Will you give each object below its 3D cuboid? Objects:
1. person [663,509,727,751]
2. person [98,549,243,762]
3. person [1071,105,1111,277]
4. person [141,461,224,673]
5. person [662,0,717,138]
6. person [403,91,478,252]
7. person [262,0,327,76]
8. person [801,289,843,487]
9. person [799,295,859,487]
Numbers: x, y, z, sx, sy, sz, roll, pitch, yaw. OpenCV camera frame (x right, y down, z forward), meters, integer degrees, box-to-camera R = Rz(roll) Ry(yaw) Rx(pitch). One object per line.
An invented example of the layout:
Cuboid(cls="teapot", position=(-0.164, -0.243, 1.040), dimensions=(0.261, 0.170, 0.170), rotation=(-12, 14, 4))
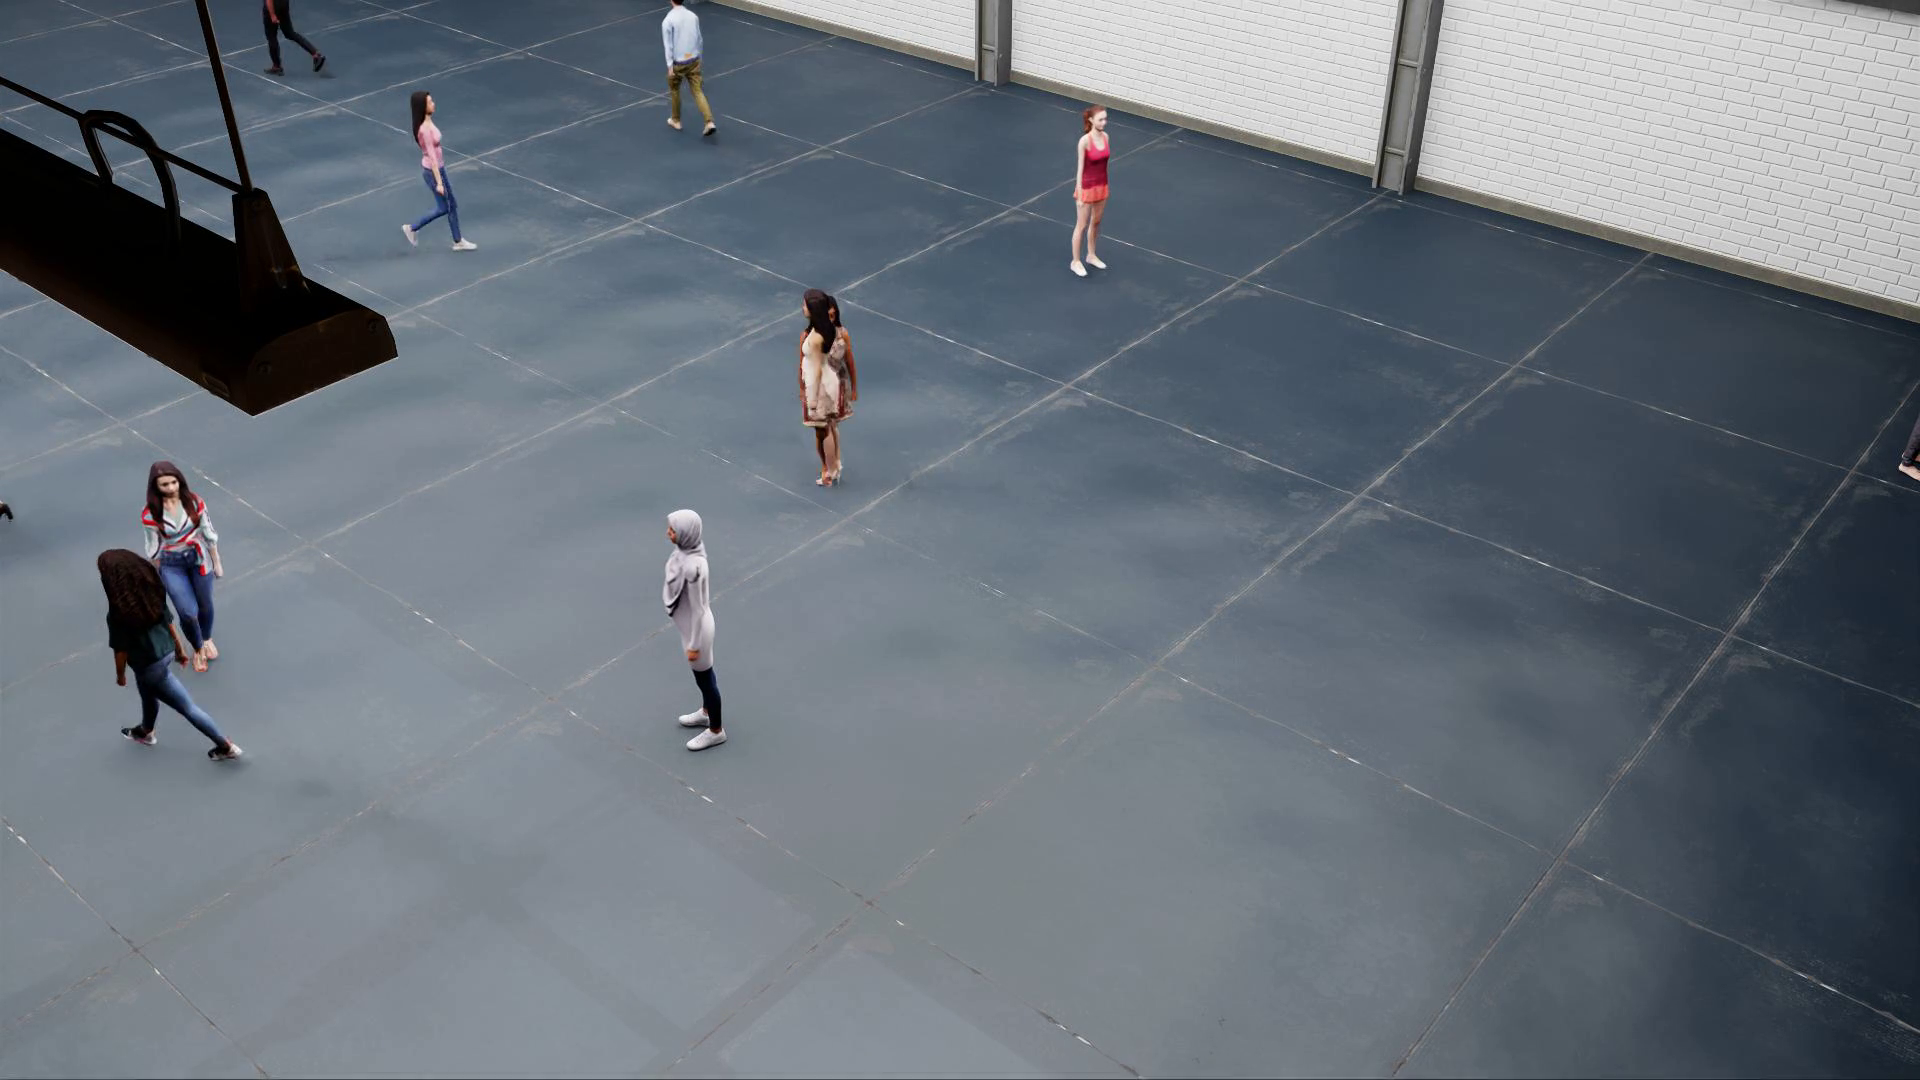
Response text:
Cuboid(cls="person", position=(-1.700, 0.567, 10.714), dimensions=(0.752, 1.776, 0.653), rotation=(-8, 35, -12))
Cuboid(cls="person", position=(-5.043, 0.798, 10.555), dimensions=(1.202, 1.566, 0.951), rotation=(7, 34, 10))
Cuboid(cls="person", position=(1.354, -3.589, 16.990), dimensions=(0.601, 1.749, 0.582), rotation=(-24, 40, -31))
Cuboid(cls="person", position=(-5.388, 0.127, 11.537), dimensions=(0.672, 1.596, 0.682), rotation=(-22, 40, -30))
Cuboid(cls="person", position=(-3.313, -5.787, 20.272), dimensions=(0.841, 1.776, 1.227), rotation=(-24, 40, -31))
Cuboid(cls="person", position=(-5.541, -3.811, 17.343), dimensions=(1.002, 1.729, 0.956), rotation=(-4, 34, -7))
Cuboid(cls="person", position=(-9.025, -7.074, 22.194), dimensions=(1.254, 1.792, 1.051), rotation=(5, 34, 7))
Cuboid(cls="person", position=(-1.106, -1.223, 13.442), dimensions=(0.676, 1.735, 0.664), rotation=(6, 34, 9))
Cuboid(cls="person", position=(-1.115, -1.282, 13.629), dimensions=(0.814, 1.628, 0.877), rotation=(-11, 35, -16))
